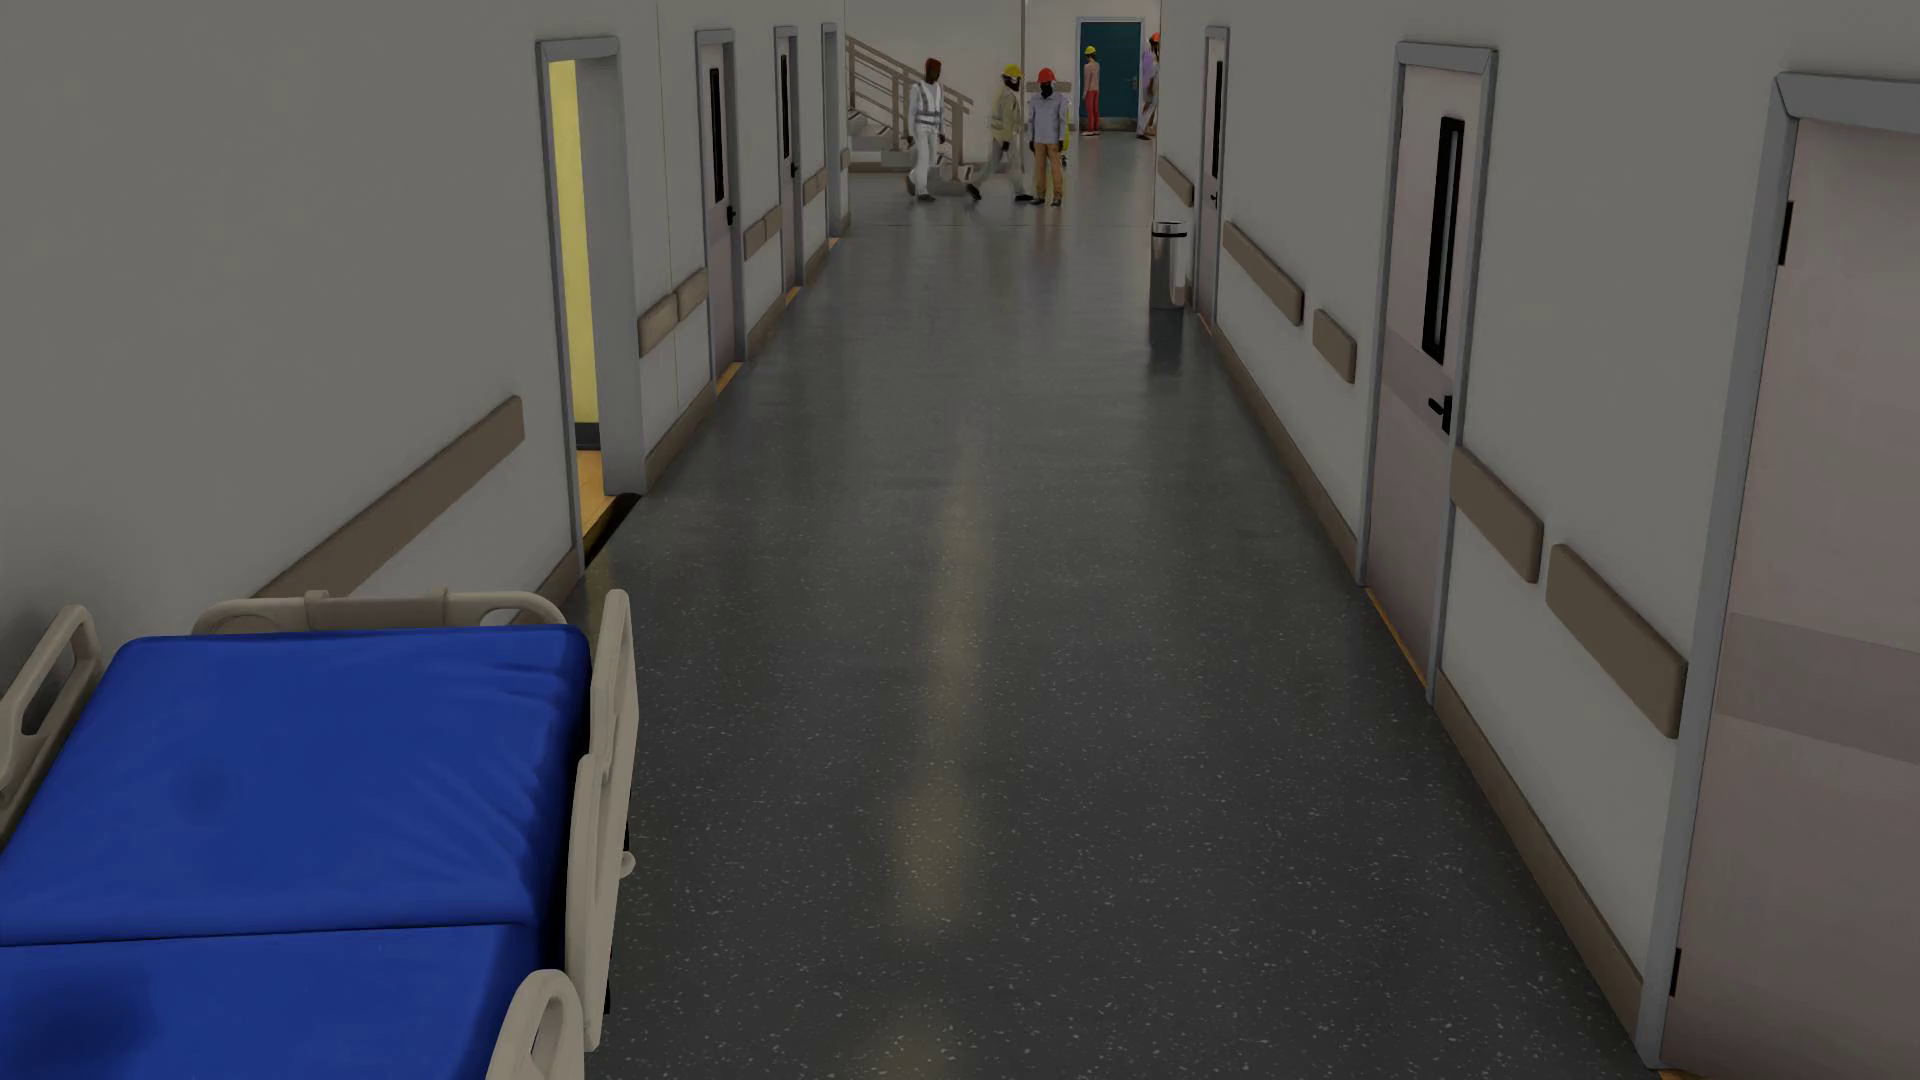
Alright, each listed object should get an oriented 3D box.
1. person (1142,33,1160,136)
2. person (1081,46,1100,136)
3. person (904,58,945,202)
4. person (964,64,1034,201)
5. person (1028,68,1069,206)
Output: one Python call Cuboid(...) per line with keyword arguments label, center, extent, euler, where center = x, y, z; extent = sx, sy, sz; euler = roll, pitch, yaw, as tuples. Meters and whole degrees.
Cuboid(label="person", center=(3.915, -9.210, 33.672), extent=(0.407, 2.029, 0.608), euler=(-9, 20, -27))
Cuboid(label="person", center=(2.645, -9.108, 33.763), extent=(0.323, 1.769, 0.523), euler=(12, 21, 34))
Cuboid(label="person", center=(-0.523, -5.457, 22.141), extent=(0.685, 1.859, 0.619), euler=(14, 23, 38))
Cuboid(label="person", center=(0.522, -5.376, 22.018), extent=(0.881, 1.788, 0.632), euler=(-4, 18, -13))
Cuboid(label="person", center=(1.121, -5.214, 21.558), extent=(0.566, 1.747, 0.346), euler=(10, 20, 28))
